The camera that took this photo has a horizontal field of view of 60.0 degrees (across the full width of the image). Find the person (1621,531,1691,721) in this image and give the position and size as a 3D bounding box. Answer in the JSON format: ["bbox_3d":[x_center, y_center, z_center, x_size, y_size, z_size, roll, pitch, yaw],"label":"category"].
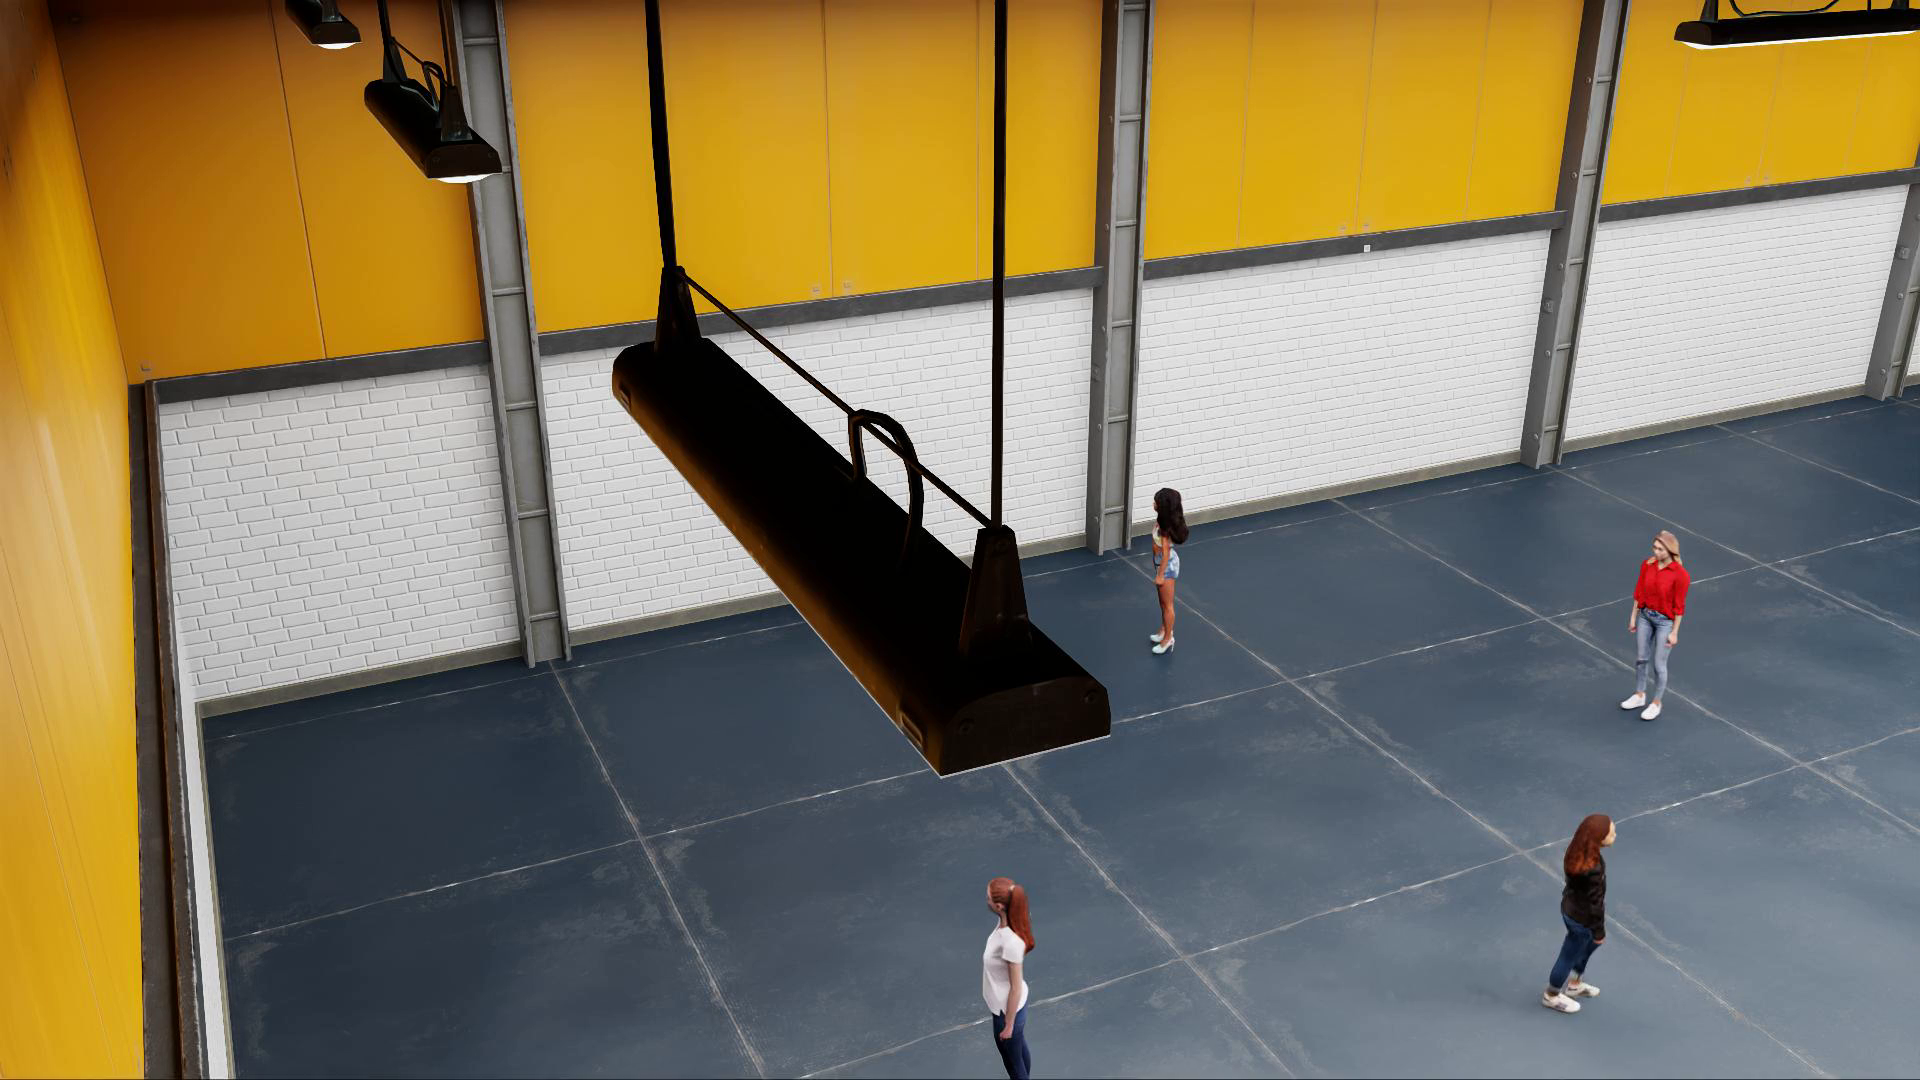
[{"bbox_3d":[5.976,0.712,14.245,0.594,1.699,0.666,-17,29,-33],"label":"person"}]

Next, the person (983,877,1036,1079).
[{"bbox_3d":[0.305,2.696,9.656,0.676,1.738,0.649,3,24,6],"label":"person"}]

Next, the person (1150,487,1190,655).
[{"bbox_3d":[1.892,0.274,15.341,0.699,1.624,0.661,2,24,4],"label":"person"}]

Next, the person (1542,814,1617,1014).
[{"bbox_3d":[3.917,2.390,10.690,0.752,1.470,0.704,2,24,6],"label":"person"}]
